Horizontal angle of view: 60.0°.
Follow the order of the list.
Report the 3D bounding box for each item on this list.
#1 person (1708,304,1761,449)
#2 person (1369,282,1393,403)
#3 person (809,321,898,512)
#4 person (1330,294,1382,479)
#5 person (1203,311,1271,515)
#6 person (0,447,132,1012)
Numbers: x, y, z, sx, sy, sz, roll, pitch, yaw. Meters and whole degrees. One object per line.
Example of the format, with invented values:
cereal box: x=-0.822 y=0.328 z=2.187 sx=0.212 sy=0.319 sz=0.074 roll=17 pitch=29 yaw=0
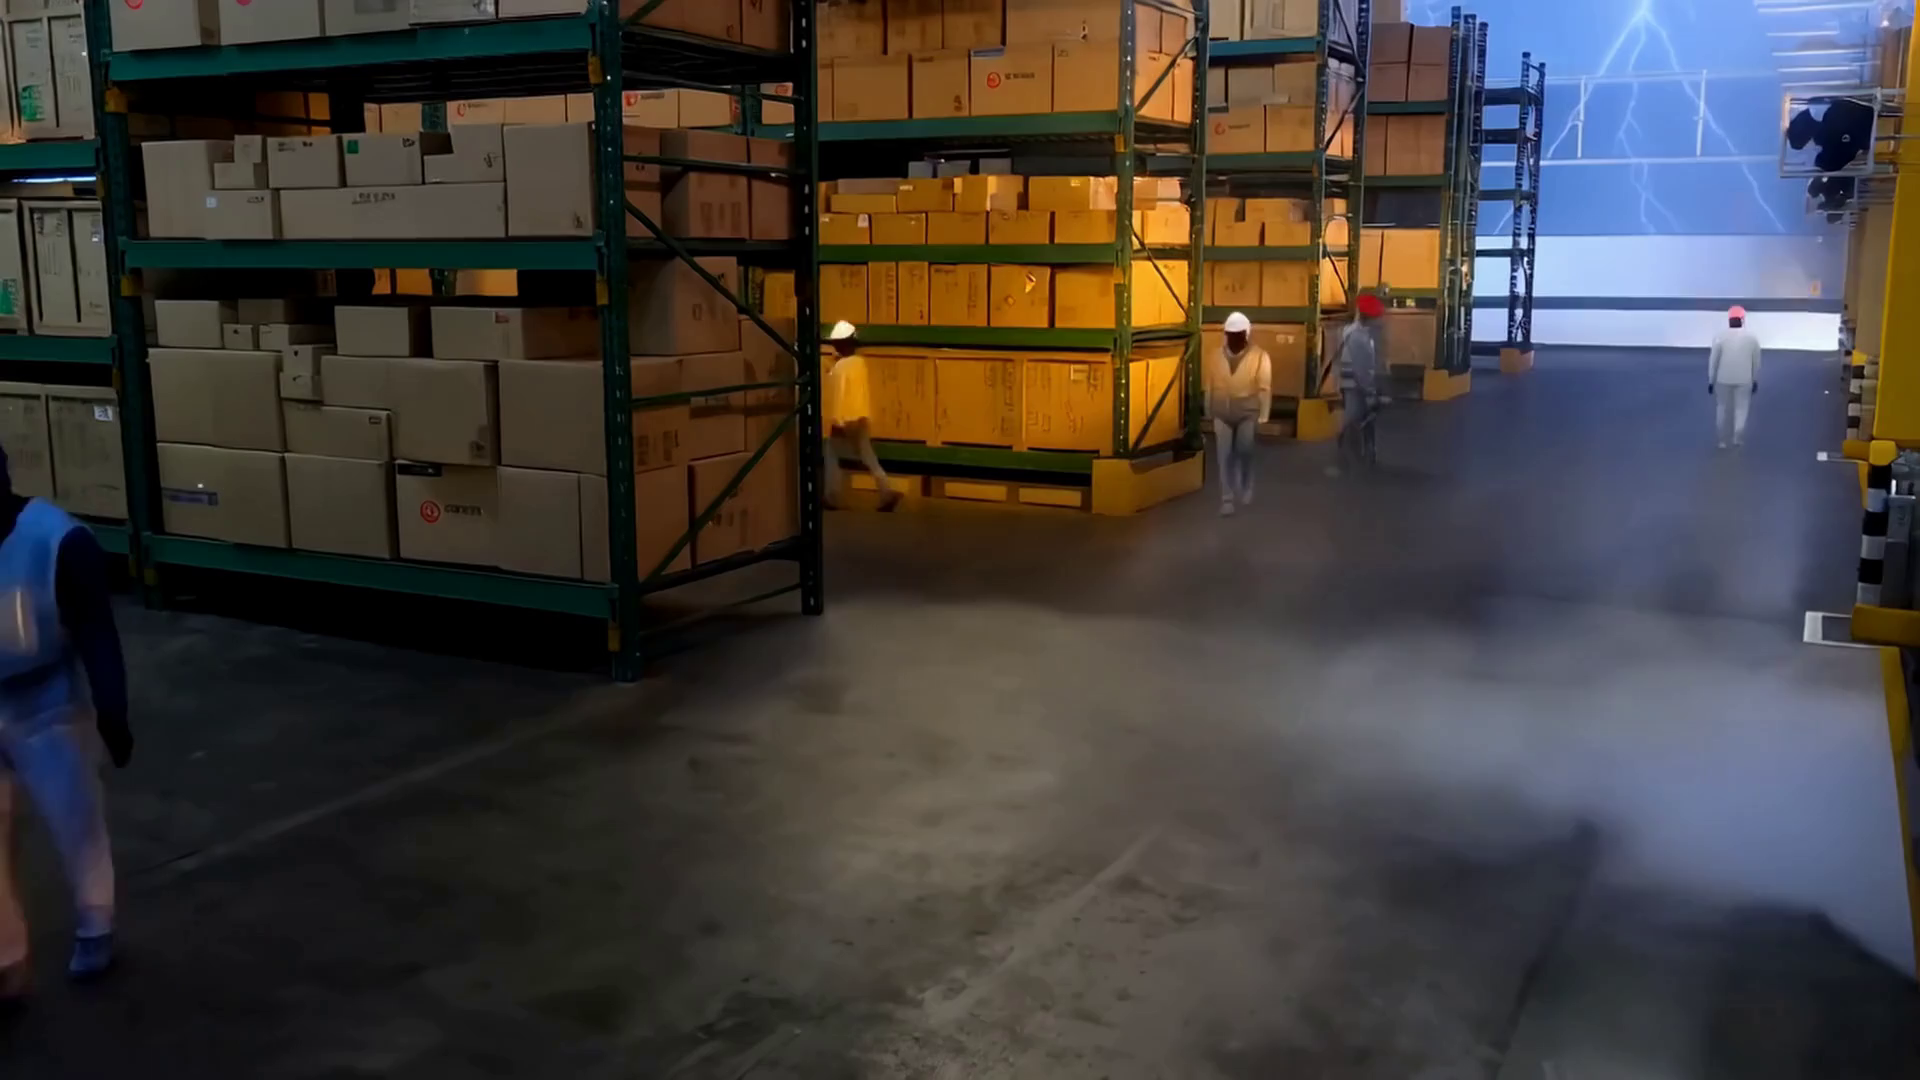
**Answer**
person: x=9.131 y=-1.916 z=19.643 sx=0.571 sy=1.732 sz=0.546 roll=5 pitch=11 yaw=27
person: x=6.401 y=-3.054 z=25.792 sx=0.618 sy=1.895 sz=0.650 roll=3 pitch=10 yaw=18
person: x=-0.964 y=-1.108 z=15.011 sx=0.888 sy=1.732 sz=0.531 roll=6 pitch=11 yaw=30
person: x=4.137 y=-1.594 z=17.297 sx=0.444 sy=1.909 sz=0.828 roll=3 pitch=10 yaw=16
person: x=2.475 y=-1.139 z=14.899 sx=0.599 sy=1.817 sz=0.478 roll=4 pitch=11 yaw=23
person: x=-2.939 y=0.555 z=5.136 sx=0.737 sy=1.800 sz=0.713 roll=-1 pitch=10 yaw=-3
